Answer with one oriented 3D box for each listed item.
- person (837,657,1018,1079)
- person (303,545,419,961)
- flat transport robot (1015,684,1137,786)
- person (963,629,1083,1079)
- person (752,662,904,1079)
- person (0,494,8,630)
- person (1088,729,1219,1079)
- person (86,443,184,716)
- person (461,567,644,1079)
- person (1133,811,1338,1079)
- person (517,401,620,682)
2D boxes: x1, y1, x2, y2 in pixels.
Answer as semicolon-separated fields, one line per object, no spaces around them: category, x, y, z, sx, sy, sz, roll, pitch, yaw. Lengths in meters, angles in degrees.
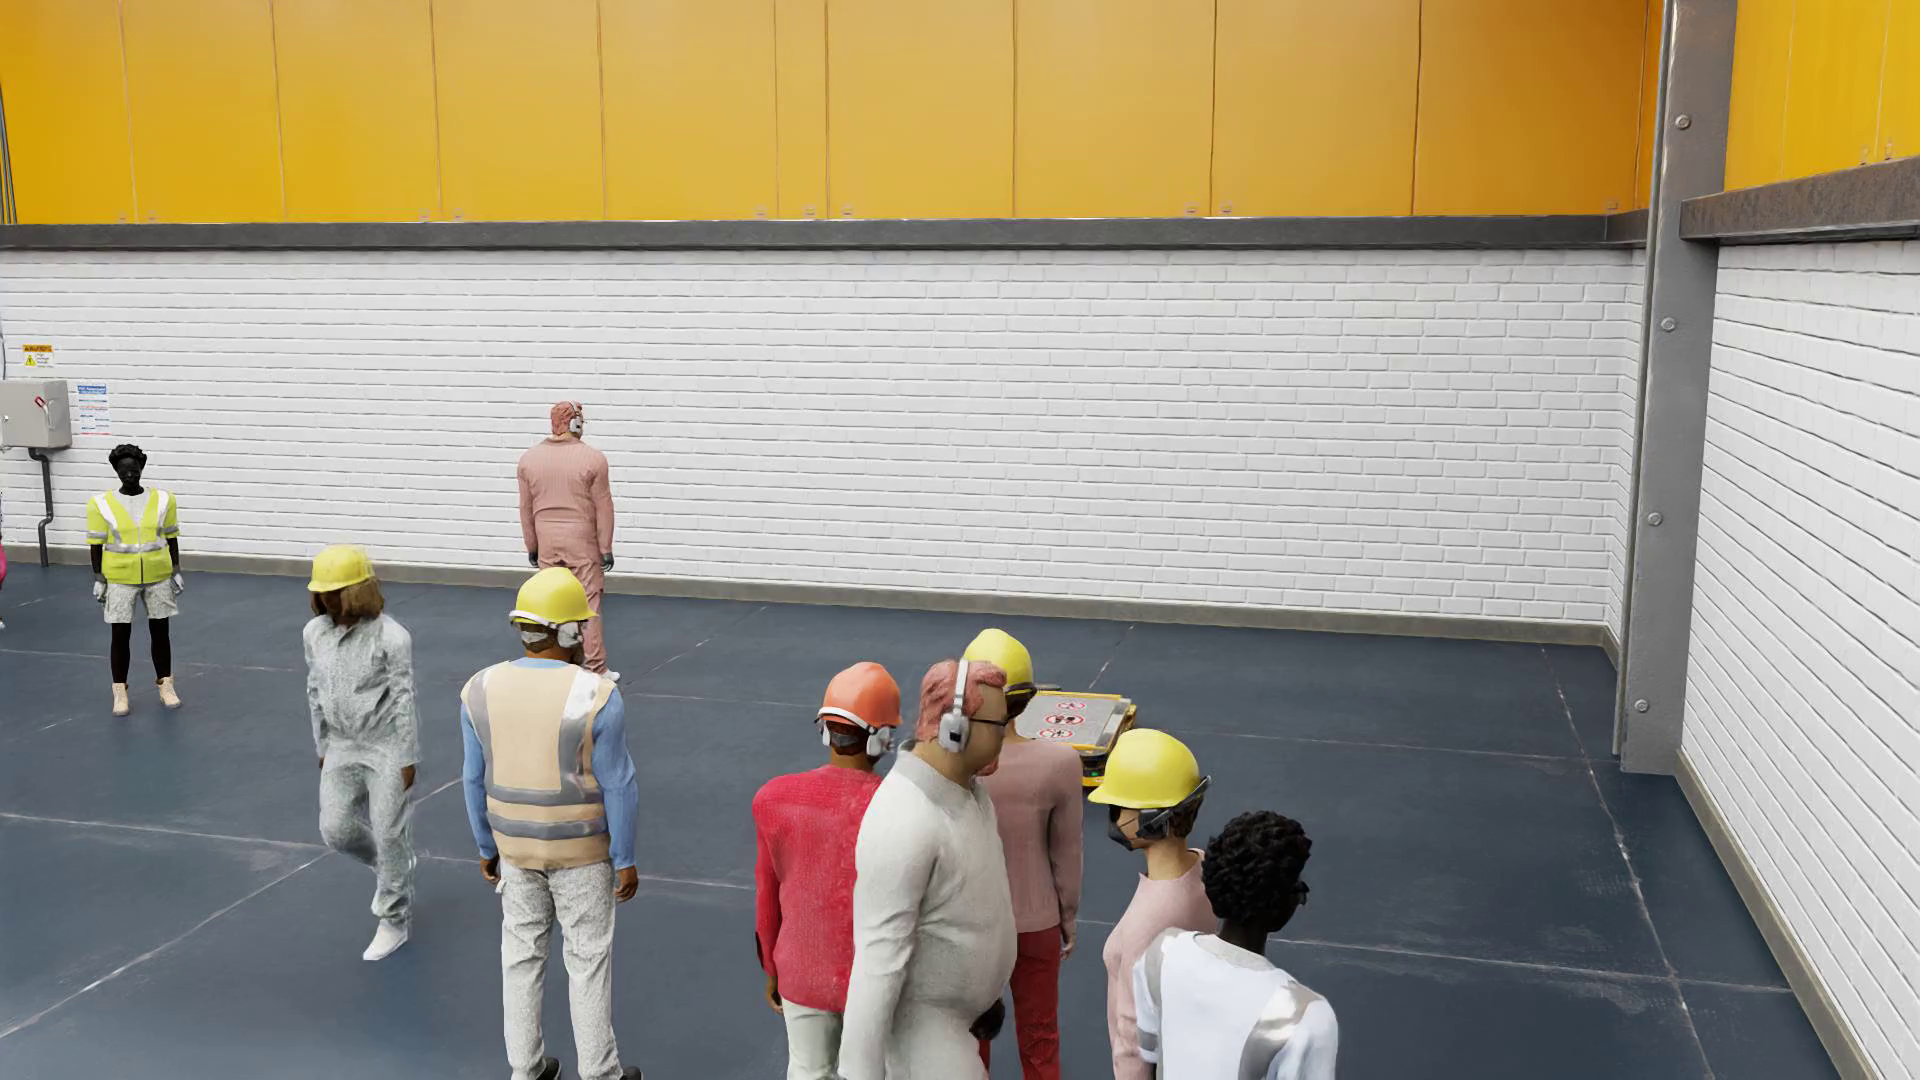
person;0.002;1.207;4.250;1.020;1.837;0.662;2;10;10
person;-2.399;0.841;6.773;0.495;1.721;0.548;2;10;13
flat transport robot;0.603;1.097;9.516;0.652;0.197;1.431;2;10;13
person;0.109;1.133;4.902;0.532;1.772;0.300;-3;10;-19
person;-0.293;1.195;4.627;0.575;1.739;0.350;3;10;18
person;-7.357;-0.065;12.387;0.325;1.623;0.512;6;12;34
person;0.458;1.305;3.920;0.341;1.760;0.525;4;10;23
person;-5.127;0.240;10.372;0.540;1.695;0.317;-7;12;-36
person;-1.332;0.998;5.517;0.599;1.827;0.403;3;10;16
person;0.581;1.401;3.565;0.320;1.683;0.541;-8;13;-40
person;-2.574;0.030;11.009;0.643;1.902;0.399;2;10;12
